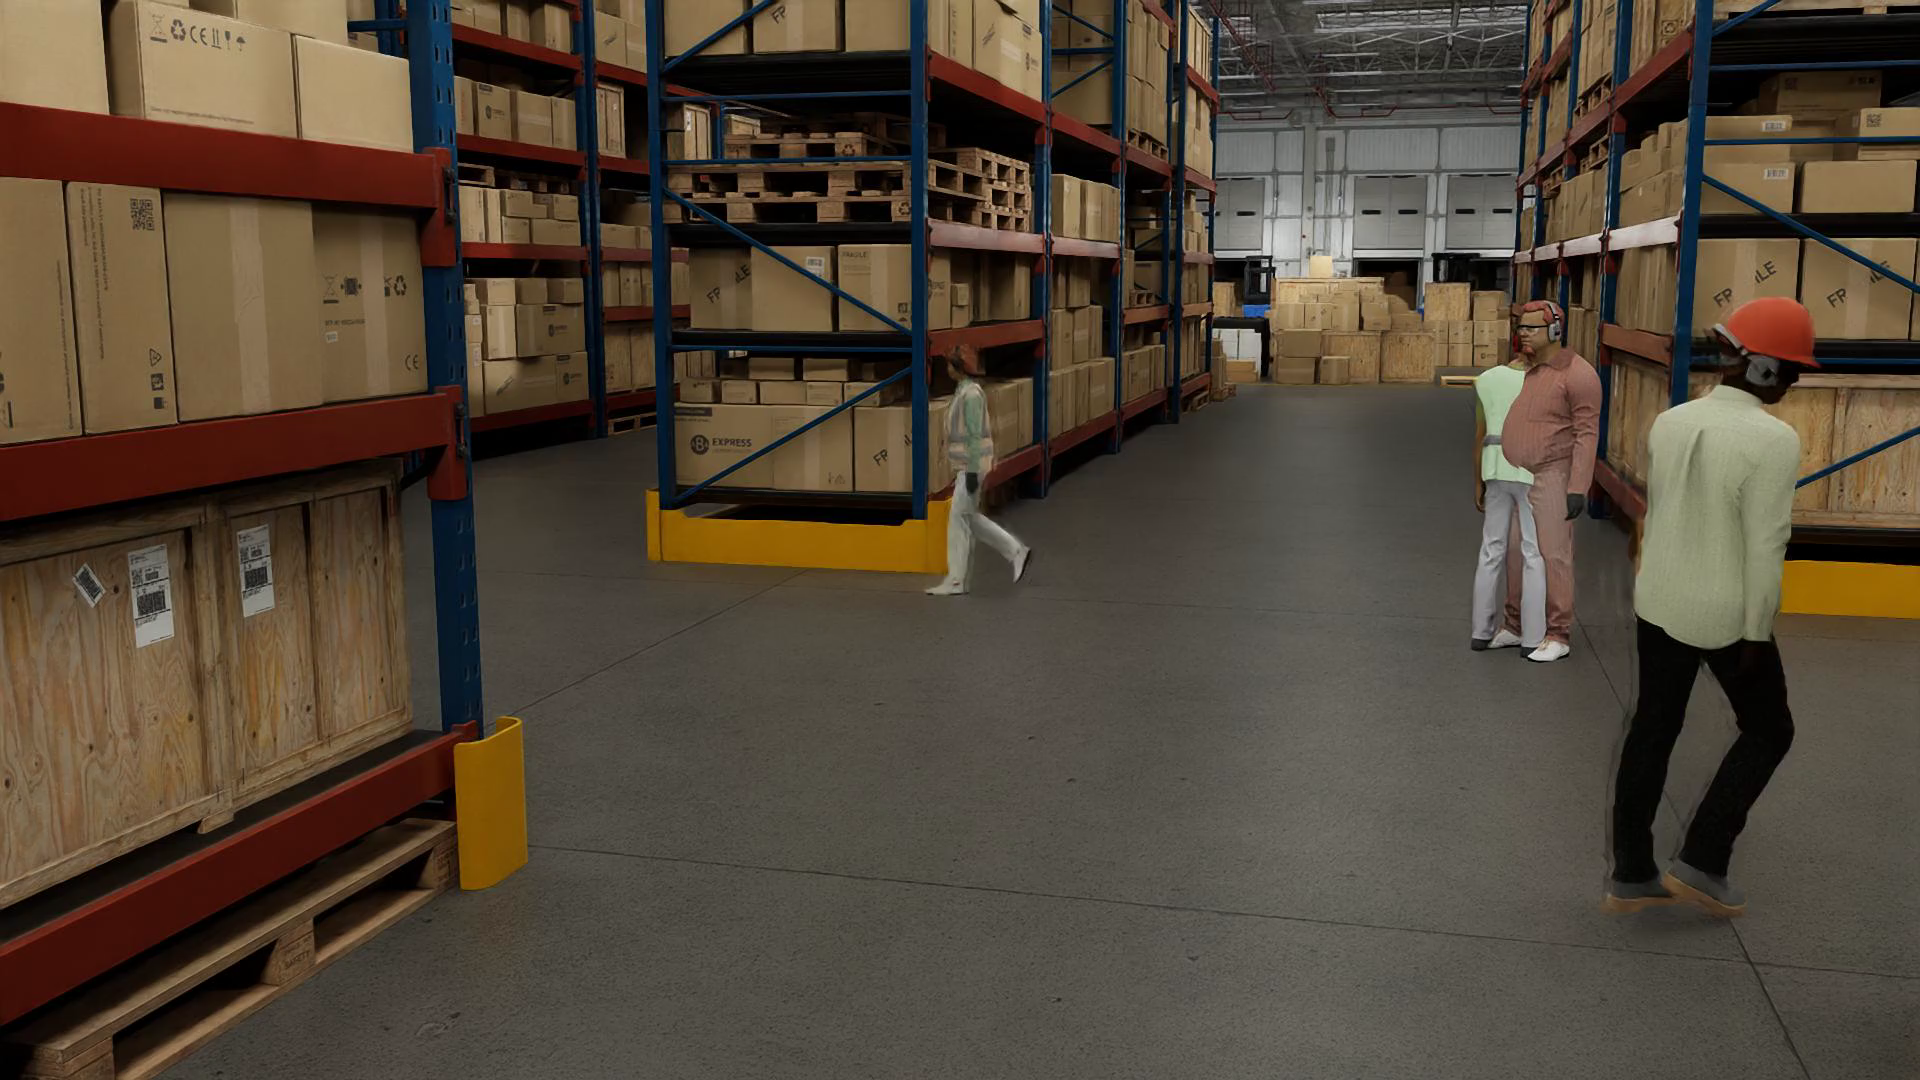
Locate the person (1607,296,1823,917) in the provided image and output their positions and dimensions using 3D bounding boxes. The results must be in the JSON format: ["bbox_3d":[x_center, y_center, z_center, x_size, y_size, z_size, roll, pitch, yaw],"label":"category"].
[{"bbox_3d":[2.327,0.231,5.195,0.527,1.958,0.681,-4,10,-23],"label":"person"}]

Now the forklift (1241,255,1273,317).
[{"bbox_3d":[10.551,-8.662,58.805,1.129,2.768,1.873,2,9,15],"label":"forklift"}]

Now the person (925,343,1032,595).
[{"bbox_3d":[0.120,-0.456,10.667,0.661,1.612,0.532,-1,9,-8],"label":"person"}]

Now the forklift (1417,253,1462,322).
[{"bbox_3d":[15.323,-7.665,52.470,1.129,2.768,1.873,-2,9,-14],"label":"forklift"}]

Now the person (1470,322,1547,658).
[{"bbox_3d":[3.003,-0.284,8.897,0.566,1.837,0.392,7,12,40],"label":"person"}]

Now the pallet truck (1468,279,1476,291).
[{"bbox_3d":[18.896,-8.459,60.307,1.885,1.965,0.823,5,10,31],"label":"pallet truck"}]

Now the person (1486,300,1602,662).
[{"bbox_3d":[3.055,-0.311,8.836,0.401,1.907,0.648,-4,10,-26],"label":"person"}]
